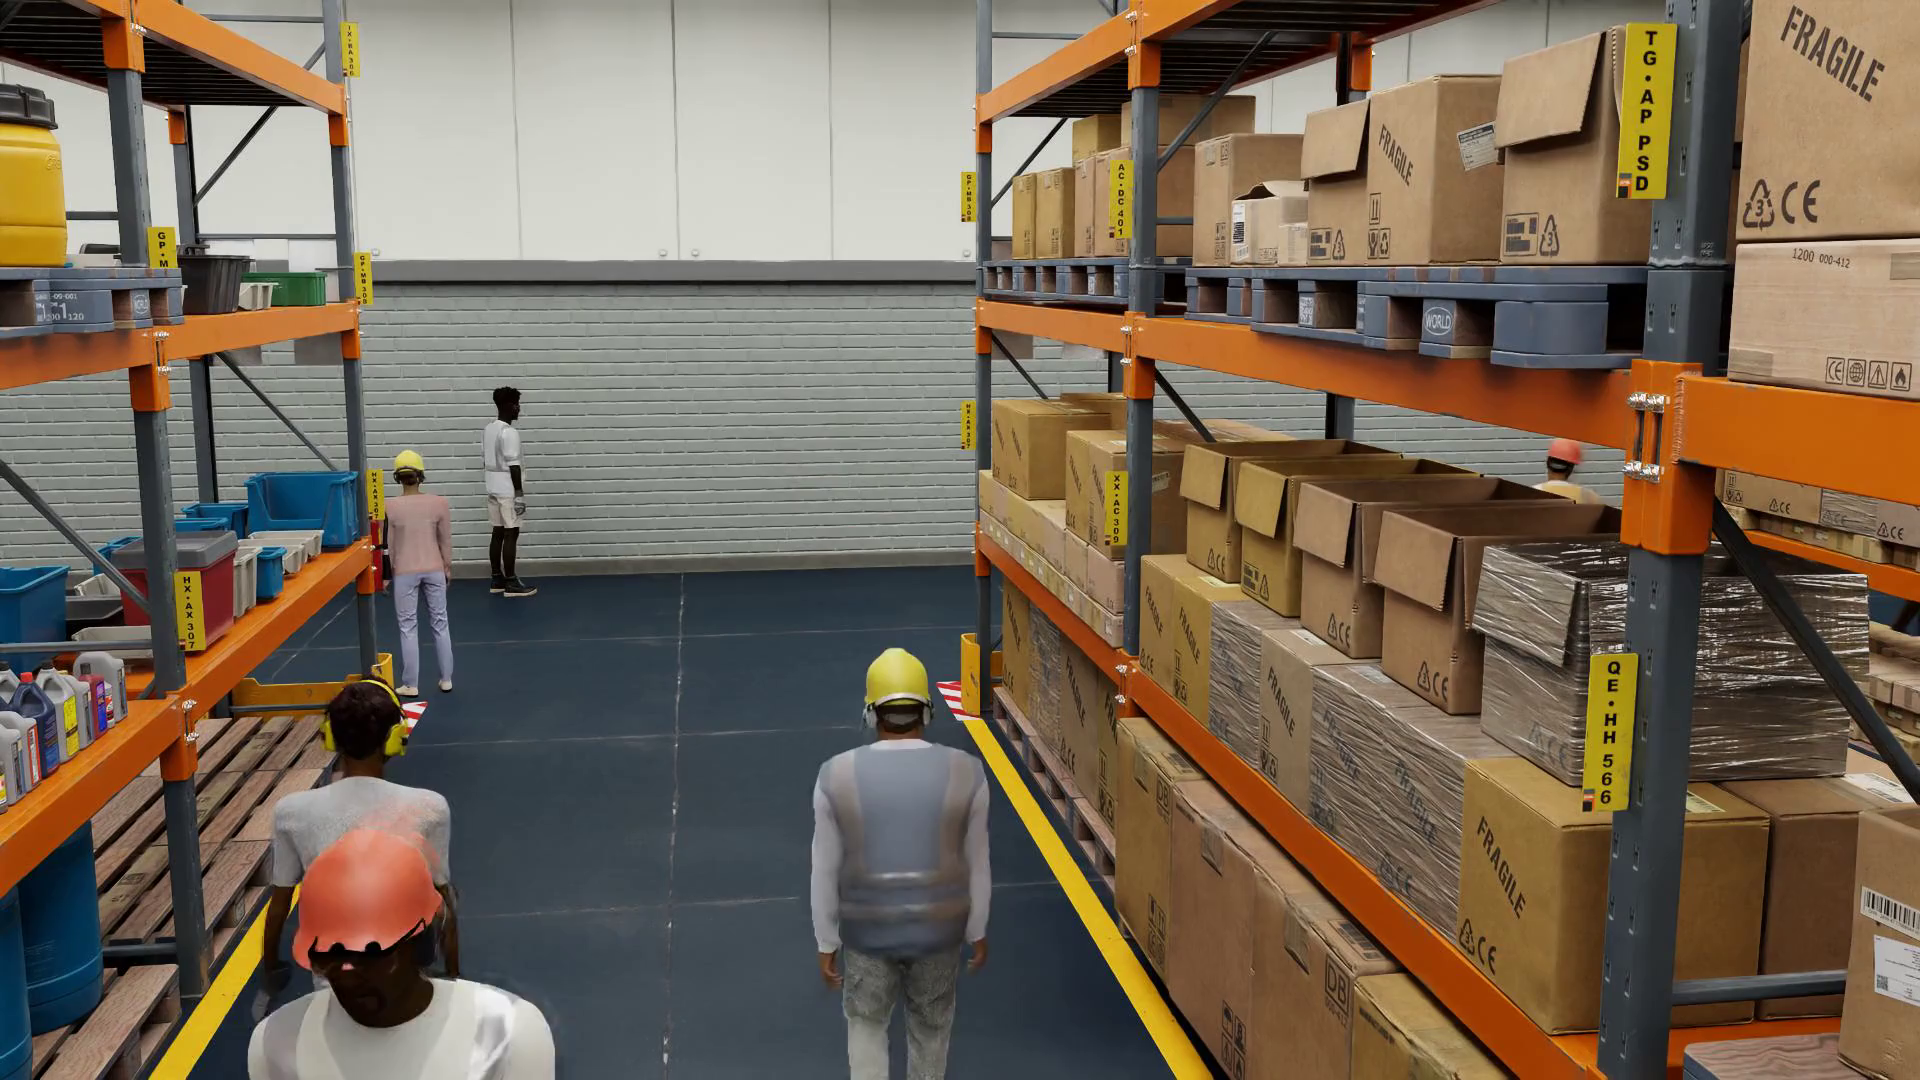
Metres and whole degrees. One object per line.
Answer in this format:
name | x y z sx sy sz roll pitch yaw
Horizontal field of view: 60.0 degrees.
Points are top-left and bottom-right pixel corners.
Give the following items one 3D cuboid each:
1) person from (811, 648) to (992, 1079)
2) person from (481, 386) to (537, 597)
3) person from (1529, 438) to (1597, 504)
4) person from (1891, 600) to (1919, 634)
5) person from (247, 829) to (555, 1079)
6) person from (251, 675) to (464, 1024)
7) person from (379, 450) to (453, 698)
person | -0.184 1.262 5.423 0.590 1.809 0.540 0 9 -3
person | -4.237 -0.458 15.550 0.364 1.964 0.612 -8 12 -39
person | 4.149 0.224 11.616 0.581 1.891 0.969 1 9 7
person | 7.411 0.033 12.774 0.570 1.897 0.722 -4 10 -22
person | -1.075 1.519 3.302 0.626 1.995 1.046 -1 9 -4
person | -1.771 1.326 4.888 0.624 1.858 0.331 -1 9 -8
person | -3.878 0.243 11.854 0.524 1.764 0.329 -6 11 -34
